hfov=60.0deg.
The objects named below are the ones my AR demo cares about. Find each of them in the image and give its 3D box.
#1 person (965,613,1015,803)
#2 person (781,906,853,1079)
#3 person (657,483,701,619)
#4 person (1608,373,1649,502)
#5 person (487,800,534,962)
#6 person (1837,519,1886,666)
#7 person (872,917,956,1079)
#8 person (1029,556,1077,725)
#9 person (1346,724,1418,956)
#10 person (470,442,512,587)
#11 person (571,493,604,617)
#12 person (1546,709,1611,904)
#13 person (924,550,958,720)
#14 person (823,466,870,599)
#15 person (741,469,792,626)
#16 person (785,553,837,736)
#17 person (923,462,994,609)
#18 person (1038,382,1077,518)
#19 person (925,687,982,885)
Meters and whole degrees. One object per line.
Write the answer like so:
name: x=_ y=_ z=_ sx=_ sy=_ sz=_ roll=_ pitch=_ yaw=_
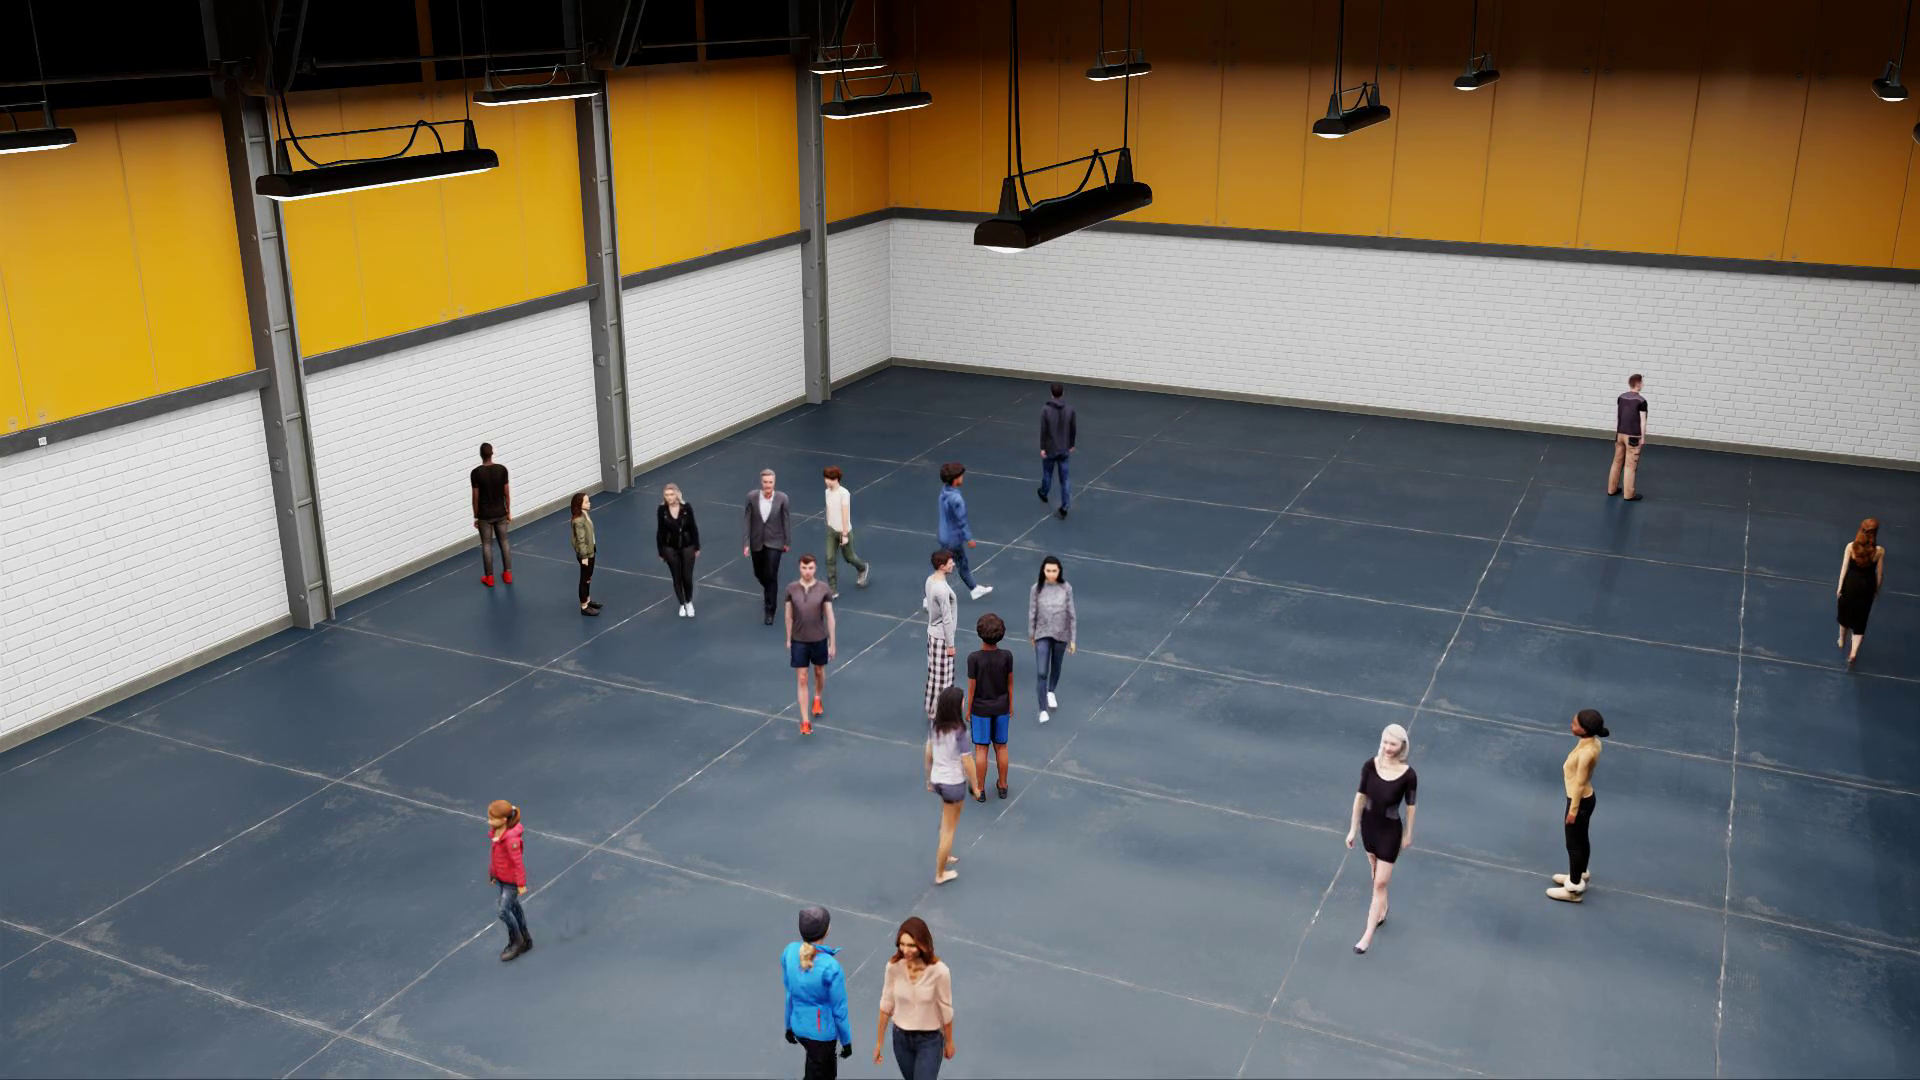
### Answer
person: x=0.274 y=1.518 z=15.130 sx=0.716 sy=1.799 sz=0.767 roll=-5 pitch=19 yaw=-15
person: x=-0.966 y=3.140 z=10.371 sx=0.813 sy=1.761 sz=1.217 roll=15 pitch=24 yaw=37
person: x=-3.285 y=0.100 z=19.555 sx=0.742 sy=1.661 sz=0.765 roll=-2 pitch=19 yaw=-6
person: x=9.680 y=-1.514 z=24.064 sx=0.807 sy=1.842 sz=0.773 roll=-9 pitch=21 yaw=-25
person: x=-3.401 y=2.576 z=12.756 sx=0.650 sy=1.308 sz=0.622 roll=-15 pitch=24 yaw=-37
person: x=9.857 y=0.582 z=18.237 sx=0.573 sy=1.588 sz=1.071 roll=9 pitch=21 yaw=26
person: x=-0.238 y=3.109 z=10.459 sx=0.626 sy=1.763 sz=0.945 roll=7 pitch=20 yaw=19
person: x=0.941 y=0.961 z=16.952 sx=0.962 sy=1.690 sz=1.181 roll=-1 pitch=19 yaw=-4
person: x=3.303 y=2.260 z=12.942 sx=0.677 sy=1.788 sz=1.134 roll=11 pitch=22 yaw=30
person: x=-5.800 y=-0.329 z=20.602 sx=0.657 sy=1.806 sz=0.765 roll=-11 pitch=22 yaw=-30
person: x=-4.440 y=0.150 z=19.697 sx=0.714 sy=1.476 sz=0.595 roll=-1 pitch=19 yaw=-2
person: x=5.052 y=2.135 z=13.516 sx=0.660 sy=1.659 sz=0.495 roll=11 pitch=22 yaw=30
person: x=-0.193 y=0.972 z=16.672 sx=0.757 sy=1.847 sz=0.687 roll=-6 pitch=19 yaw=-17
person: x=-1.408 y=-0.105 z=20.224 sx=0.712 sy=1.623 sz=1.129 roll=12 pitch=22 yaw=32
person: x=-2.273 y=0.026 z=19.558 sx=1.032 sy=1.799 sz=1.294 roll=1 pitch=19 yaw=3
person: x=-1.487 y=0.993 z=16.686 sx=1.015 sy=1.799 sz=1.284 roll=0 pitch=19 yaw=-1
person: x=-0.173 y=-0.014 z=19.728 sx=1.187 sy=1.767 sz=1.181 roll=-5 pitch=19 yaw=-14
person: x=1.389 y=-1.222 z=23.213 sx=1.097 sy=1.832 sz=1.269 roll=-3 pitch=19 yaw=-10
person: x=-0.148 y=2.043 z=13.696 sx=0.740 sy=1.718 sz=0.699 roll=-15 pitch=24 yaw=-38
